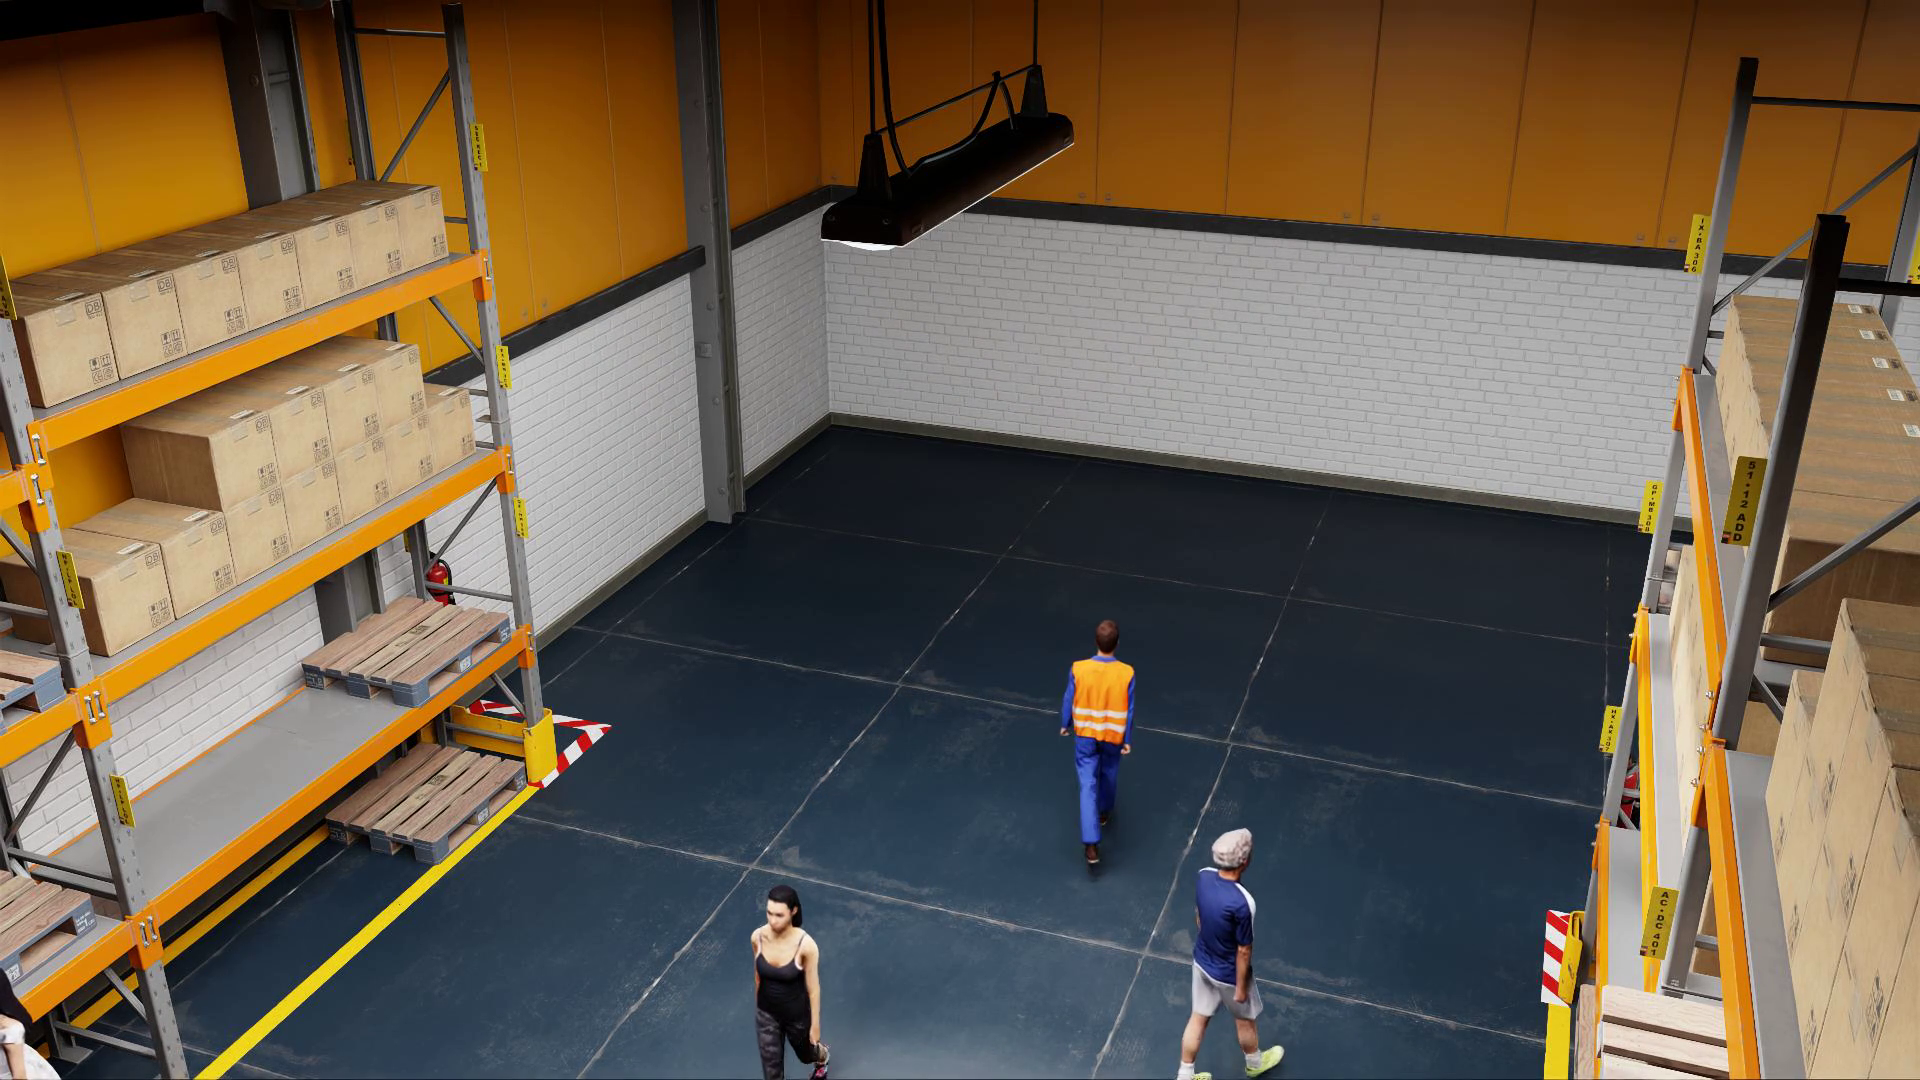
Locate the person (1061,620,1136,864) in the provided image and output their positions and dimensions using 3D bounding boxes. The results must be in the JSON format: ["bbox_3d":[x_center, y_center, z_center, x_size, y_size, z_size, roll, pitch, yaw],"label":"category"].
[{"bbox_3d":[1.010,1.502,12.212,0.920,1.821,1.290,2,24,4],"label":"person"}]

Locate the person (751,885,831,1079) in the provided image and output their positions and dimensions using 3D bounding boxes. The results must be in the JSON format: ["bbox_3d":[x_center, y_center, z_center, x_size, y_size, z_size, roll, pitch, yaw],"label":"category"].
[{"bbox_3d":[-0.956,2.706,9.615,0.606,1.694,1.107,7,24,15],"label":"person"}]

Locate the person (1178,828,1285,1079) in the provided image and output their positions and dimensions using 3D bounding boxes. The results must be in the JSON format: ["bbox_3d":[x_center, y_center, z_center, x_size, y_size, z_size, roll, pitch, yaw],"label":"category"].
[{"bbox_3d":[1.499,2.545,9.841,1.117,1.809,0.979,-16,28,-33],"label":"person"}]
